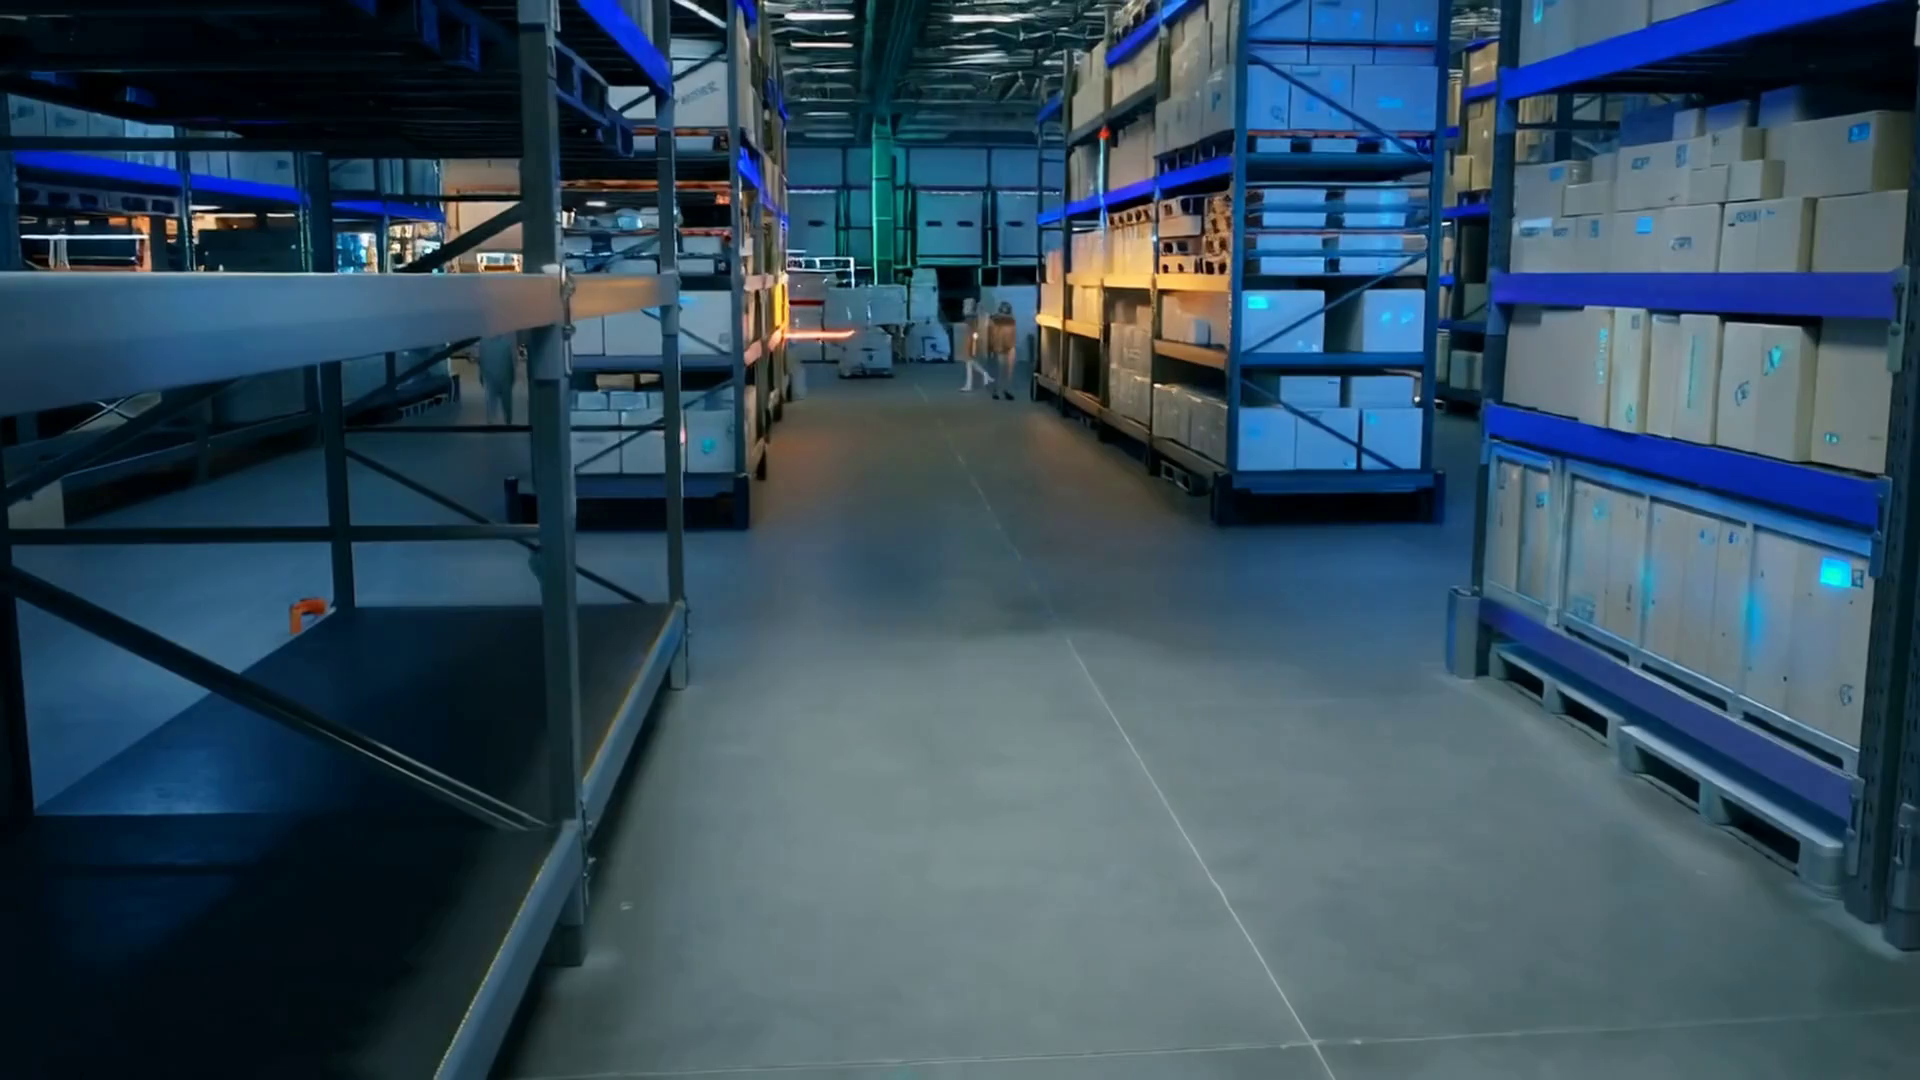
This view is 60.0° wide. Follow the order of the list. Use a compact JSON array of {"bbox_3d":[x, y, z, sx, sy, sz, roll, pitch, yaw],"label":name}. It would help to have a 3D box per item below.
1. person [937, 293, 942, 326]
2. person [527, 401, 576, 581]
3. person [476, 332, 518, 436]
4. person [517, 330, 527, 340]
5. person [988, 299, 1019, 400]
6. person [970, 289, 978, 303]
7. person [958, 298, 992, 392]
[{"bbox_3d":[-0.773,-7.991,59.752,1.006,1.802,0.506,-9,12,-43],"label":"person"},{"bbox_3d":[-2.655,-0.113,10.755,0.352,1.617,0.530,-2,9,-9],"label":"person"},{"bbox_3d":[-7.015,-2.533,25.269,0.650,1.859,1.004,0,9,2],"label":"person"},{"bbox_3d":[-16.277,-8.450,61.960,0.612,1.995,0.393,-5,10,-26],"label":"person"},{"bbox_3d":[0.841,-3.673,32.143,0.635,1.936,0.354,-4,10,-21],"label":"person"},{"bbox_3d":[0.580,-7.904,58.795,0.658,1.922,0.630,-2,9,-10],"label":"person"},{"bbox_3d":[0.333,-4.032,34.336,0.666,1.951,0.604,0,9,0],"label":"person"}]
